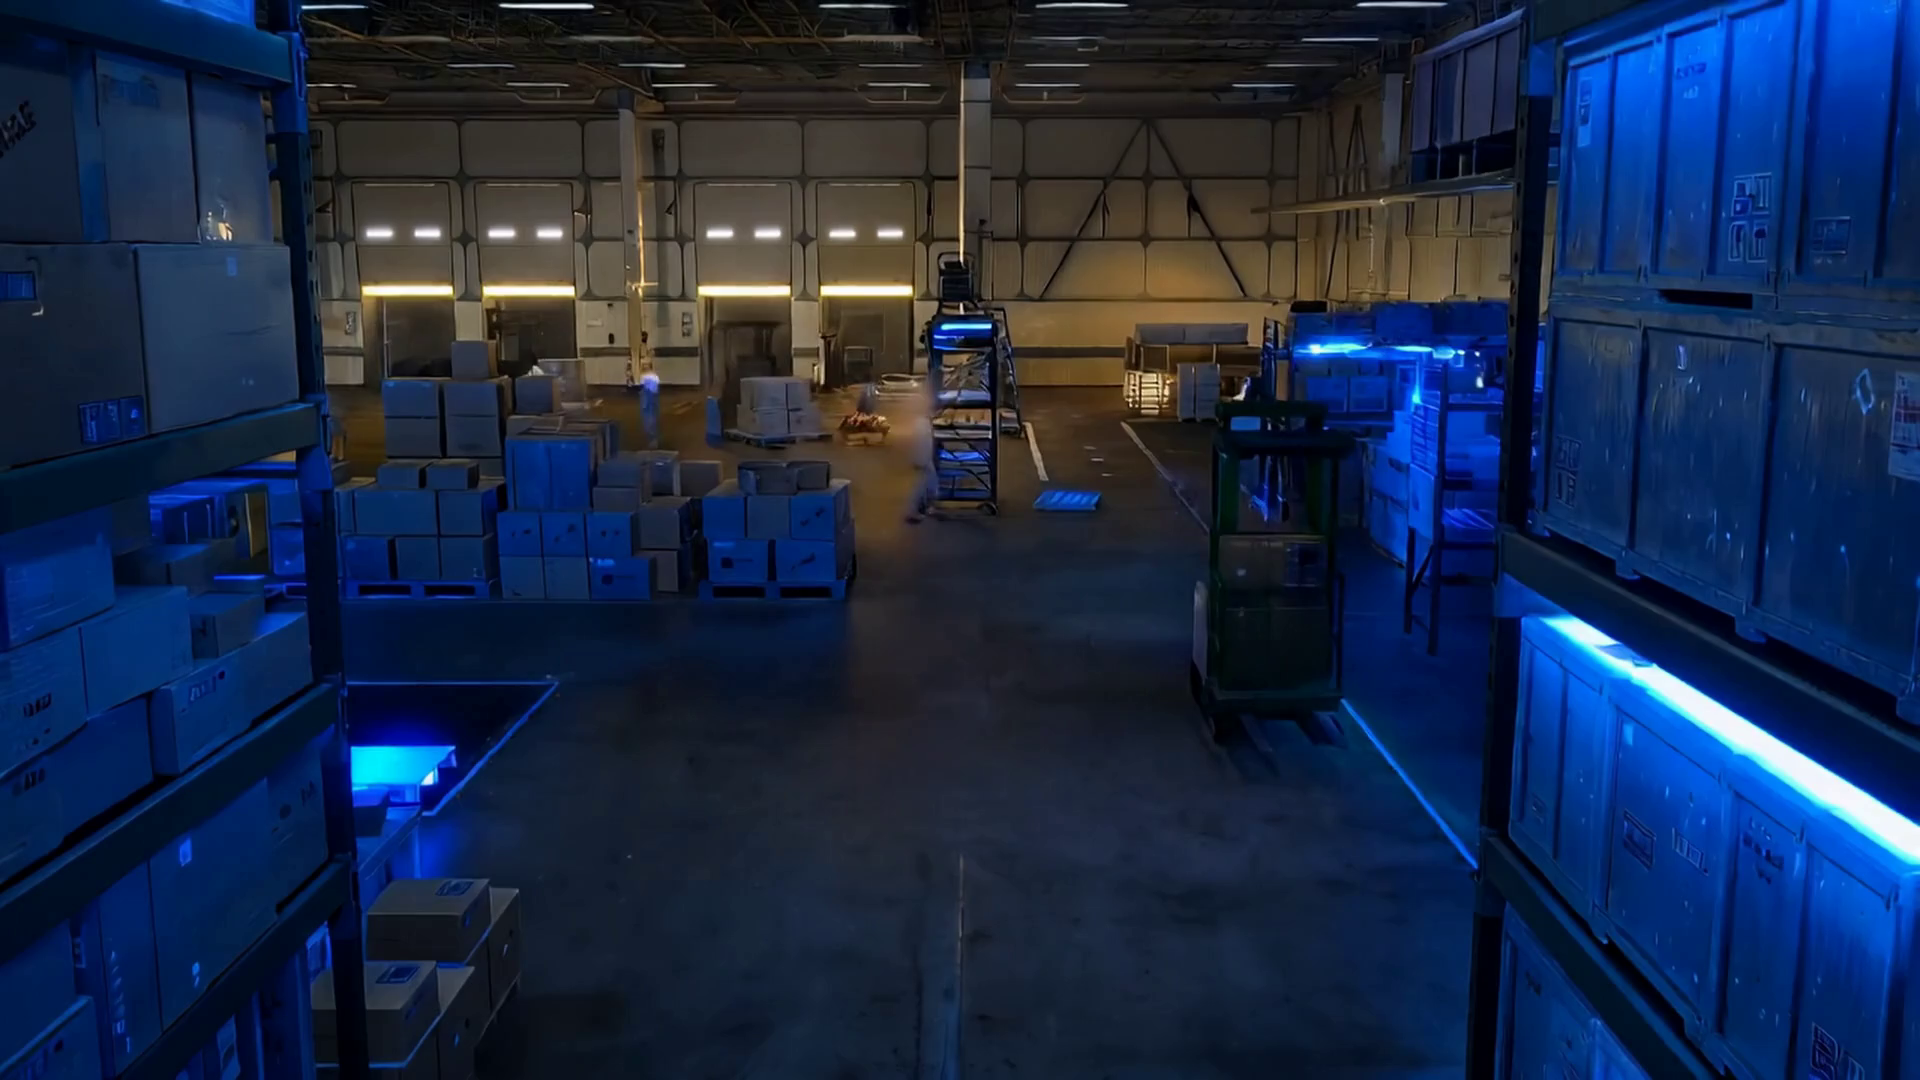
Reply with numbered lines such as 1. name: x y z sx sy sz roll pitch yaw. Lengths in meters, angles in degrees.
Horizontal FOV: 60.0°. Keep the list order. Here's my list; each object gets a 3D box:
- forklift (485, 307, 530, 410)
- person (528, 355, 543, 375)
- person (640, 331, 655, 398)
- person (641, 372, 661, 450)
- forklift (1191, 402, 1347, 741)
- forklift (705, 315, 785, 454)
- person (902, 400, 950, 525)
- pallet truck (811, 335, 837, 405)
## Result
1. forklift: -10.754 -4.150 39.646 1.129 2.768 1.873 0 10 1
2. person: -9.414 -3.234 37.358 0.900 1.850 0.590 -7 12 -34
3. person: -8.851 -4.958 47.056 0.386 1.929 0.544 -9 13 -41
4. person: -5.815 -2.187 31.074 0.549 1.926 0.570 0 10 1
5. forklift: 2.698 0.179 14.668 1.129 2.768 1.873 0 10 1
6. forklift: -4.554 -3.289 34.675 1.129 2.768 1.873 -5 11 -27
7. person: -0.487 -1.177 25.338 0.884 1.891 0.674 0 10 -1
8. pallet truck: -3.021 -4.312 43.126 1.885 1.965 0.823 3 10 17
